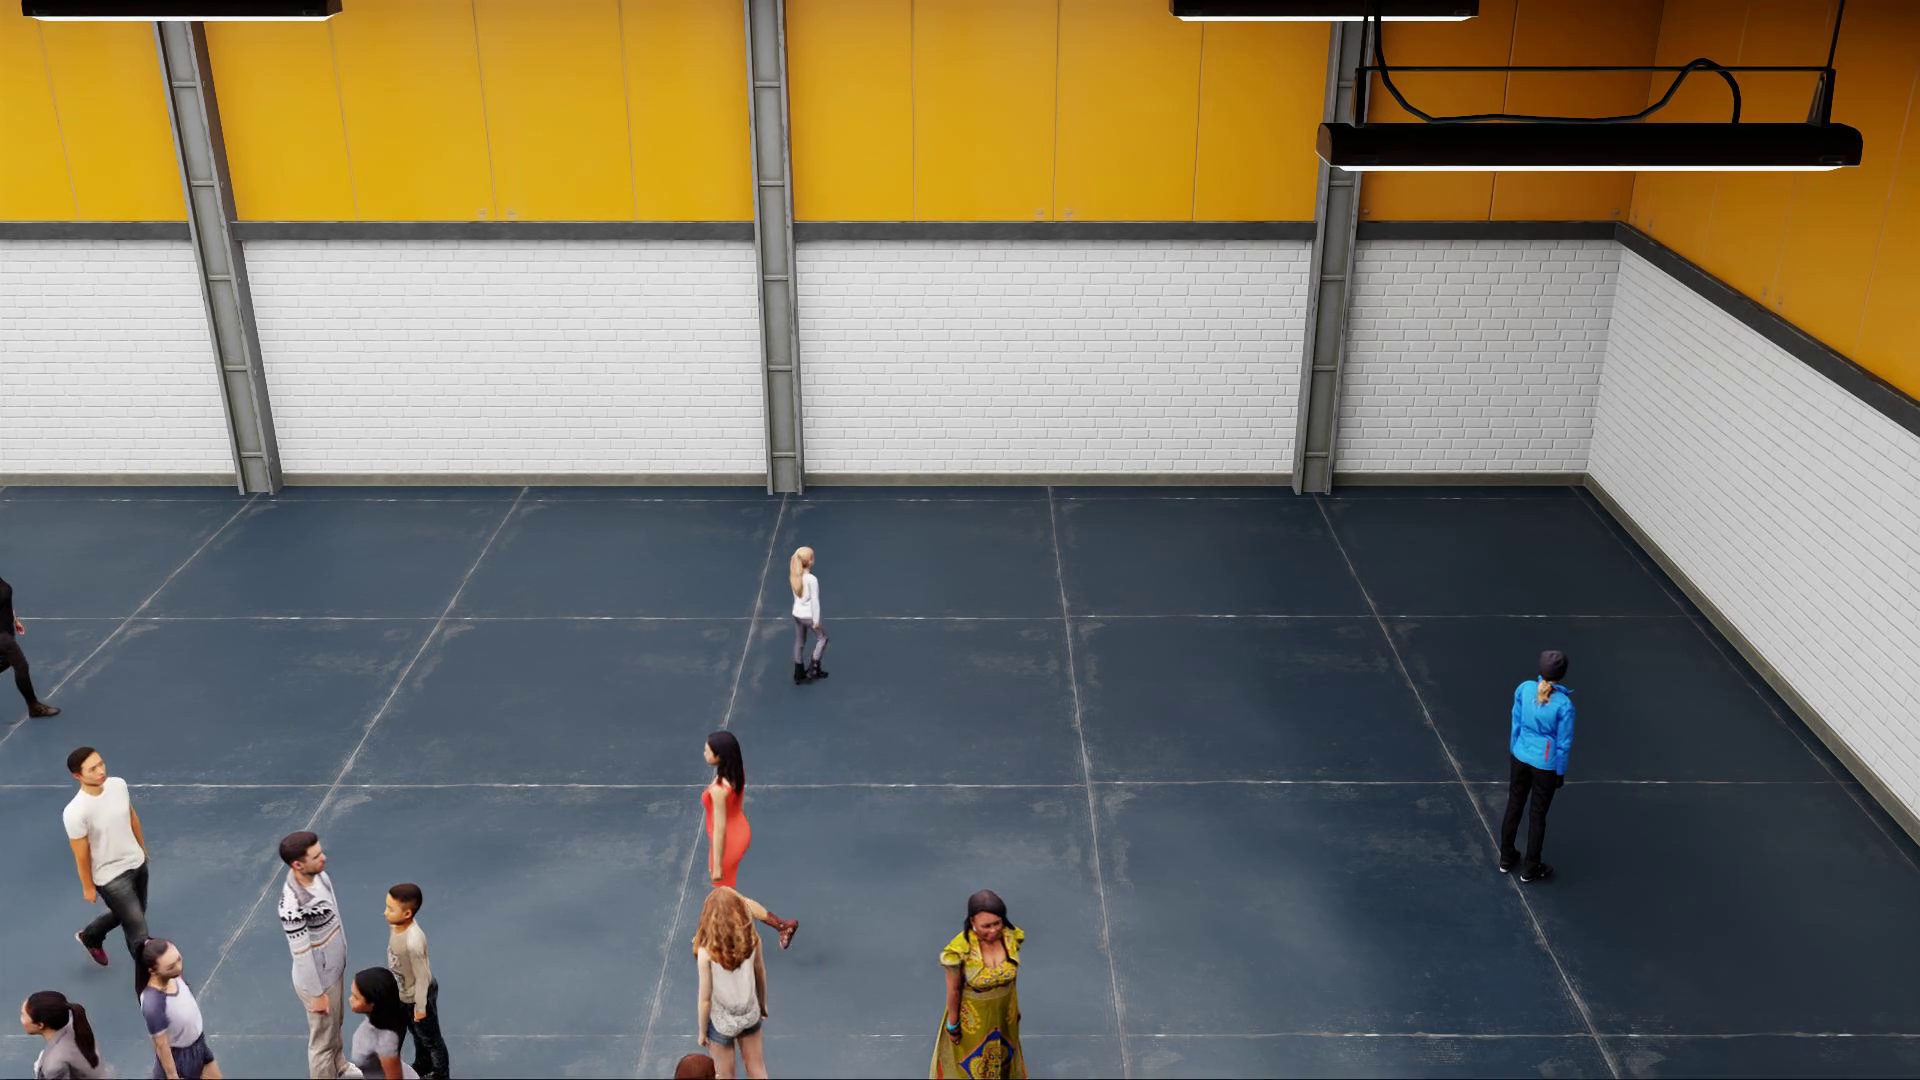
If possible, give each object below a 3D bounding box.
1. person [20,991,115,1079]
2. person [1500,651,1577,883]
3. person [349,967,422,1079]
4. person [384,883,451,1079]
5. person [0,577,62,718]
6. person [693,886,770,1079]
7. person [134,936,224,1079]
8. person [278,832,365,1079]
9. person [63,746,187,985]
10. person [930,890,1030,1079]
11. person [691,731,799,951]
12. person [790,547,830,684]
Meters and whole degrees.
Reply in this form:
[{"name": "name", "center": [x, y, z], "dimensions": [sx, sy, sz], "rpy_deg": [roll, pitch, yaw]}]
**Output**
[{"name": "person", "center": [-4.446, 3.058, 8.688], "dimensions": [1.115, 1.609, 0.628], "rpy_deg": [-1, 24, -3]}, {"name": "person", "center": [4.091, 1.591, 11.810], "dimensions": [0.721, 1.795, 0.690], "rpy_deg": [-17, 29, -34]}, {"name": "person", "center": [-2.840, 2.969, 8.722], "dimensions": [1.108, 1.744, 0.765], "rpy_deg": [-6, 24, -13]}, {"name": "person", "center": [-3.209, 2.649, 9.803], "dimensions": [0.682, 1.465, 0.633], "rpy_deg": [-19, 30, -37]}, {"name": "person", "center": [-8.105, 0.781, 13.884], "dimensions": [1.073, 1.620, 0.758], "rpy_deg": [-7, 24, -15]}, {"name": "person", "center": [-1.254, 2.709, 9.301], "dimensions": [0.613, 1.757, 0.715], "rpy_deg": [-15, 28, -30]}, {"name": "person", "center": [-4.363, 2.871, 9.104], "dimensions": [1.033, 1.618, 0.690], "rpy_deg": [-4, 24, -8]}, {"name": "person", "center": [-3.728, 2.492, 9.668], "dimensions": [0.635, 1.861, 0.722], "rpy_deg": [-4, 24, -10]}, {"name": "person", "center": [-5.475, 2.100, 10.666], "dimensions": [1.118, 1.779, 0.799], "rpy_deg": [5, 24, 12]}, {"name": "person", "center": [0.133, 2.692, 9.461], "dimensions": [0.948, 1.660, 1.056], "rpy_deg": [-14, 27, -30]}, {"name": "person", "center": [-1.439, 2.026, 10.938], "dimensions": [1.022, 1.697, 0.680], "rpy_deg": [4, 24, 9]}, {"name": "person", "center": [-1.392, 0.680, 14.556], "dimensions": [0.607, 1.267, 0.669], "rpy_deg": [21, 31, 39]}]
